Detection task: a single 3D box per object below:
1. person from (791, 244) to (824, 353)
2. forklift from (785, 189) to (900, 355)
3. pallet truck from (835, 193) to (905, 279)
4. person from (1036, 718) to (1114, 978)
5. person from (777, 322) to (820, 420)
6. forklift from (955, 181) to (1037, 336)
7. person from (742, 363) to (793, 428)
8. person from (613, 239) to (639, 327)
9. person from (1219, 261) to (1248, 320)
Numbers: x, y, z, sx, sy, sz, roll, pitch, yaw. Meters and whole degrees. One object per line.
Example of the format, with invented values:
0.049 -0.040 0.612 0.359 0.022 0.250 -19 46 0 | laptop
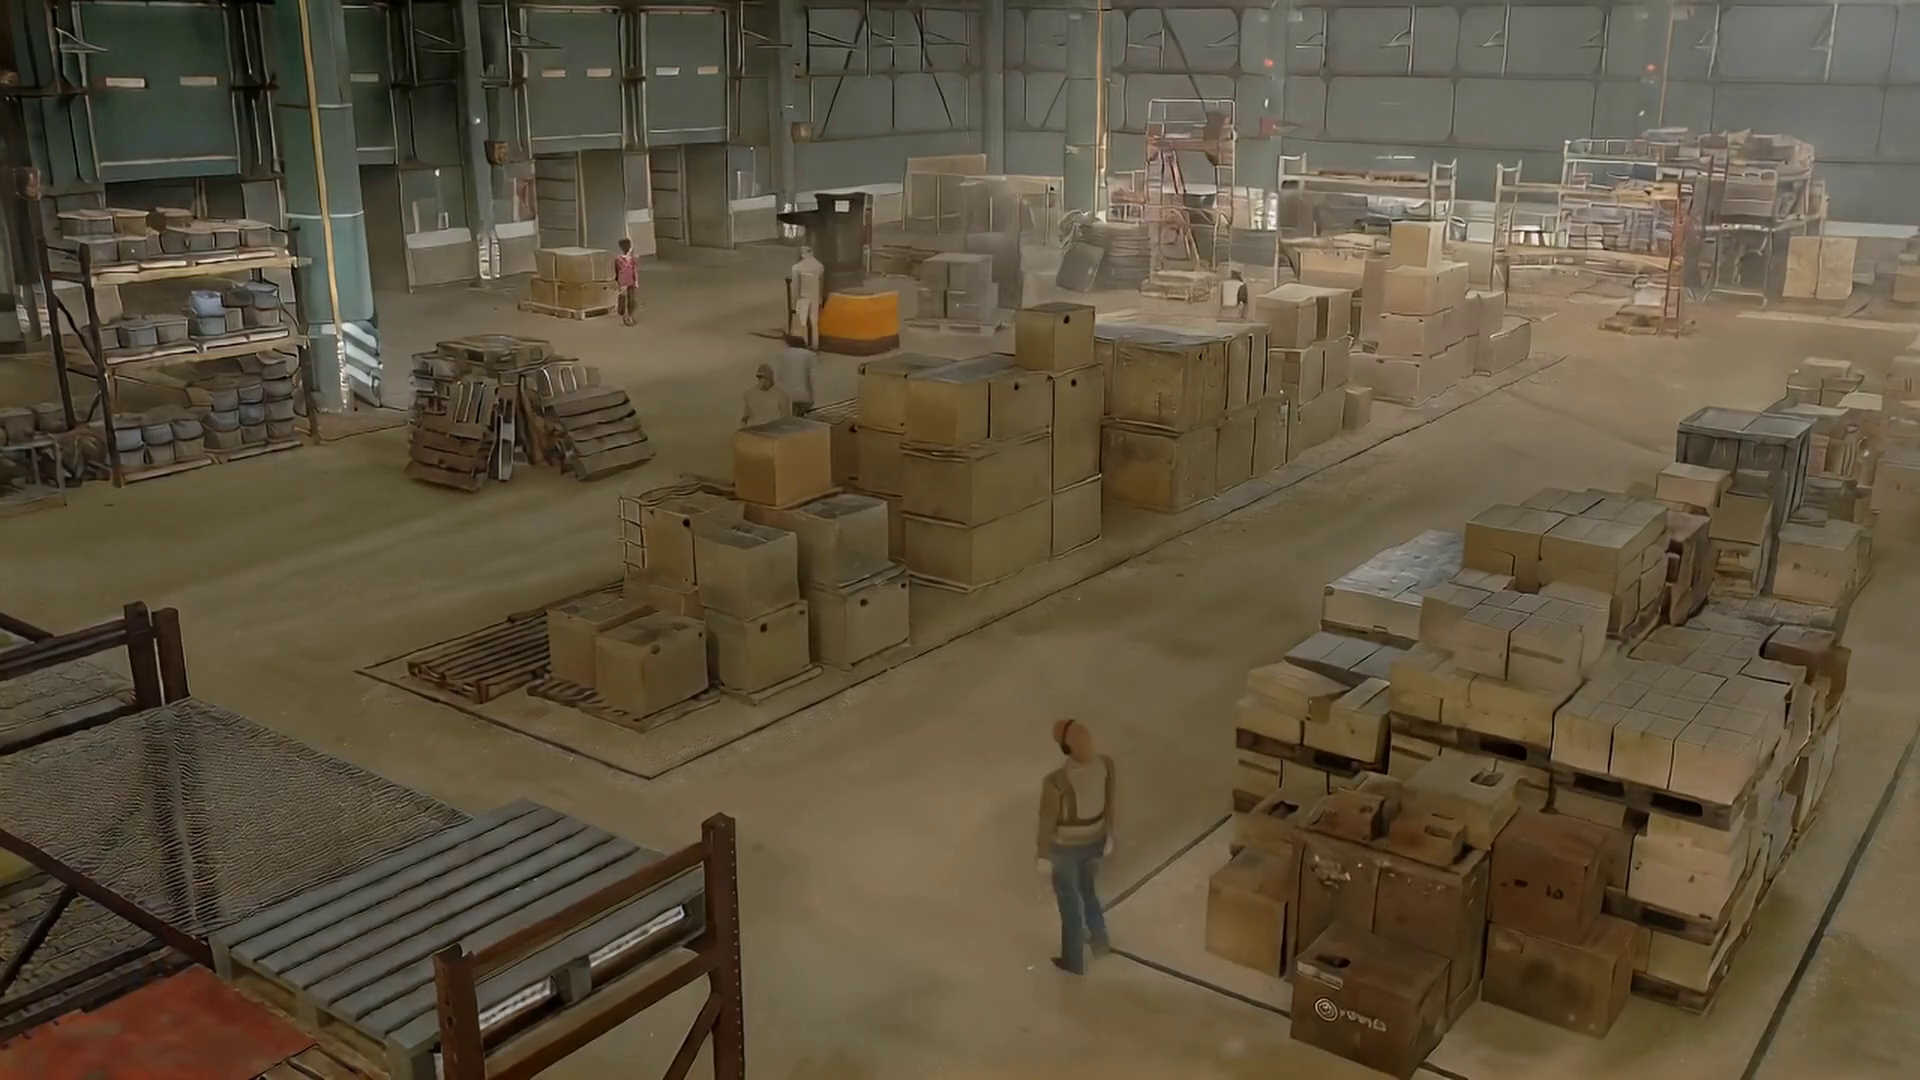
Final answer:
-2.696 -4.280 29.575 0.638 1.929 0.374 -9 19 -28 | person
-2.103 -4.831 29.771 1.873 2.768 1.129 12 21 35 | forklift
-1.936 -7.159 38.982 1.885 1.965 0.823 -12 21 -34 | pallet truck
0.681 1.824 9.869 0.537 1.621 0.363 -12 21 -35 | person
-2.106 -1.868 21.615 0.600 1.909 0.557 6 18 18 | person
0.736 -5.447 31.811 1.129 2.768 1.873 6 18 19 | forklift
-2.178 -1.116 19.118 0.635 1.912 0.914 8 19 25 | person
-6.512 -5.027 32.435 0.318 1.697 0.535 13 21 37 | person
4.591 -3.694 27.660 0.570 1.898 0.896 13 21 36 | person
